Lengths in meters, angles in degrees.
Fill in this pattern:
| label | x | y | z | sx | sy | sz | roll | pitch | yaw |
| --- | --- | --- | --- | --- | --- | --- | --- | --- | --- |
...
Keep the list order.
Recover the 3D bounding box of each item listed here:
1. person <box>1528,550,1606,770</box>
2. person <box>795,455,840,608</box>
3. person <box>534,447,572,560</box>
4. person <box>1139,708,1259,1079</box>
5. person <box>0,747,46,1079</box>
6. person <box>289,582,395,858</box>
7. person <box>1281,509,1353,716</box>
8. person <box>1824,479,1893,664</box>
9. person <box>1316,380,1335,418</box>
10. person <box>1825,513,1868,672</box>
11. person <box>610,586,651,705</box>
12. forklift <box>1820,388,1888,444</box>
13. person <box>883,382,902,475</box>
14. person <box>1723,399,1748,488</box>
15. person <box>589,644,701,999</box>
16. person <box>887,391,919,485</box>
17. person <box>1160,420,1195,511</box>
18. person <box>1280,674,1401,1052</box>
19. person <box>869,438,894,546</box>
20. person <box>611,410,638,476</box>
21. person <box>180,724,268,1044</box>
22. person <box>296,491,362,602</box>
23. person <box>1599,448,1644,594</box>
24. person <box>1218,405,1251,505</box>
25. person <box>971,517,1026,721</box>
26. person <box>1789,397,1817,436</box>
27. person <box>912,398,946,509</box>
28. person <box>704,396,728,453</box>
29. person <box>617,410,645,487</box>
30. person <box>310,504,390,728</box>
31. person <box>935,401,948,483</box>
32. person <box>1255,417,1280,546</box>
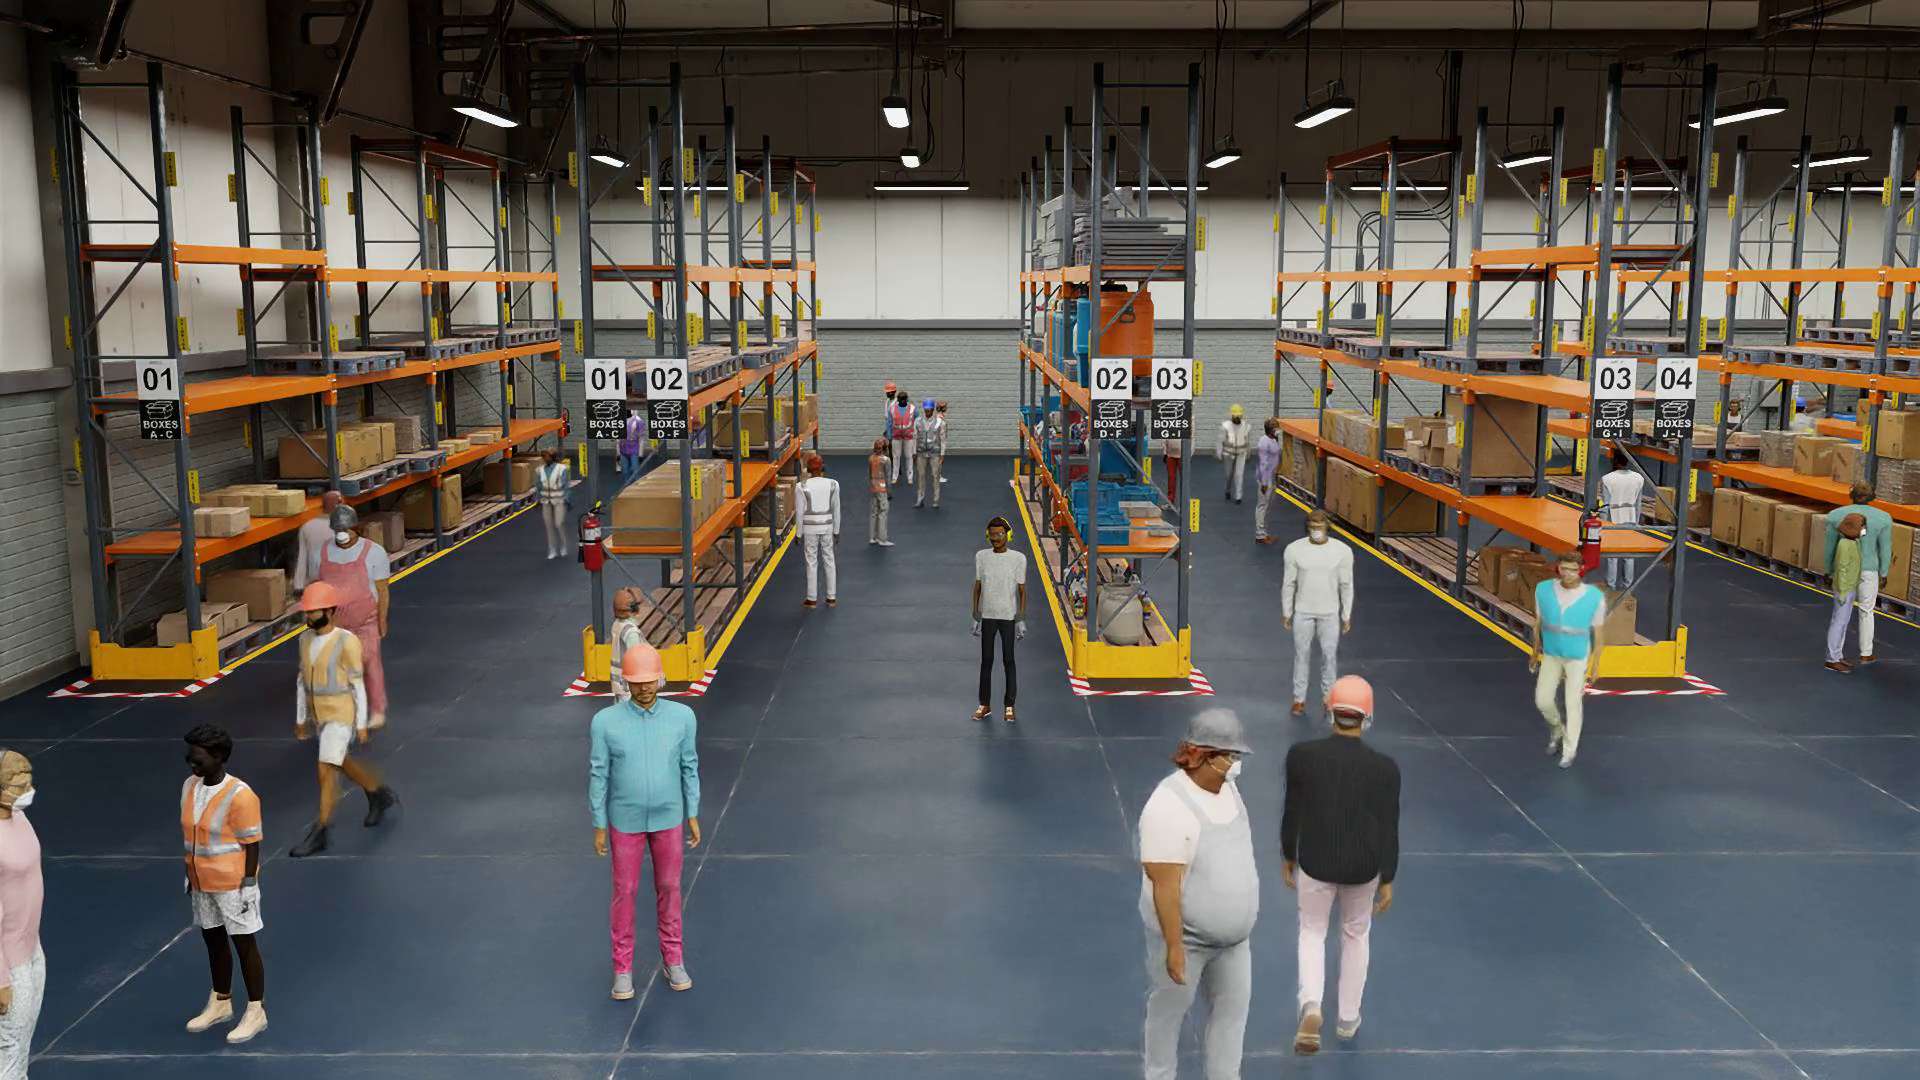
| label | x | y | z | sx | sy | sz | roll | pitch | yaw |
| --- | --- | --- | --- | --- | --- | --- | --- | --- | --- |
| person | 4.955 | 0.967 | 13.619 | 0.601 | 1.821 | 0.442 | 7 | 11 | 38 |
| person | -1.741 | -0.102 | 20.313 | 0.575 | 1.881 | 0.356 | -4 | 10 | -23 |
| person | -5.841 | -0.520 | 23.808 | 0.548 | 1.623 | 0.382 | 2 | 9 | 11 |
| person | 1.122 | 1.770 | 7.760 | 0.780 | 2.000 | 0.598 | -9 | 12 | -44 |
| person | -4.247 | 1.872 | 7.440 | 0.373 | 1.937 | 0.629 | -3 | 9 | -17 |
| person | -4.408 | 1.209 | 11.820 | 0.550 | 1.909 | 0.943 | 5 | 10 | 29 |
| person | 3.263 | 0.667 | 15.225 | 0.641 | 1.930 | 0.378 | 2 | 9 | 15 |
| person | 9.351 | 0.329 | 17.357 | 0.628 | 1.940 | 0.373 | 6 | 10 | 32 |
| person | 7.706 | -2.420 | 35.078 | 0.381 | 1.929 | 0.539 | 4 | 10 | 22 |
| person | 9.098 | 0.527 | 17.058 | 0.265 | 1.631 | 0.507 | 7 | 11 | 39 |
| person | -2.546 | 1.174 | 12.870 | 0.309 | 1.643 | 0.514 | -5 | 10 | -27 |
| forklift | 20.072 | -3.110 | 36.462 | 1.873 | 2.768 | 1.129 | 0 | 9 | 0 |
| person | -1.401 | -2.282 | 34.194 | 0.387 | 1.929 | 0.547 | -6 | 11 | -33 |
| person | 14.137 | -1.666 | 30.485 | 0.506 | 1.847 | 0.345 | 4 | 10 | 23 |
| person | -1.752 | 1.554 | 9.292 | 0.622 | 1.993 | 0.381 | -3 | 9 | -21 |
| person | -1.122 | -1.998 | 32.638 | 0.636 | 1.840 | 0.429 | 0 | 9 | 3 |
| person | 3.781 | -1.492 | 28.891 | 0.608 | 1.996 | 0.376 | 7 | 11 | 39 |
| person | 1.949 | 1.678 | 8.567 | 0.618 | 1.970 | 0.723 | 3 | 9 | 17 |
| person | -1.195 | -0.721 | 25.099 | 0.310 | 1.633 | 0.517 | -7 | 11 | -38 |
| person | -6.882 | -2.208 | 34.068 | 0.594 | 1.820 | 0.403 | -2 | 9 | -11 |
| person | -3.886 | 1.789 | 8.737 | 0.541 | 1.696 | 0.316 | 5 | 10 | 28 |
| person | -6.404 | 0.435 | 16.997 | 0.670 | 1.854 | 1.013 | 2 | 9 | 11 |
| person | 8.267 | -0.205 | 20.860 | 0.591 | 1.919 | 0.392 | -2 | 9 | -16 |
| person | 4.941 | -1.552 | 29.972 | 0.599 | 1.799 | 0.891 | 1 | 9 | 6 |
| person | 0.346 | 0.714 | 15.101 | 0.510 | 1.872 | 0.329 | 2 | 9 | 14 |
| person | 14.807 | -1.550 | 29.426 | 0.605 | 1.944 | 0.402 | 2 | 9 | 12 |
| person | -0.548 | -1.522 | 29.224 | 0.602 | 1.950 | 0.384 | 2 | 9 | 14 |
| person | -4.401 | -1.766 | 30.702 | 0.620 | 1.978 | 0.532 | 0 | 9 | 2 |
| person | -5.911 | -1.586 | 29.715 | 0.593 | 1.924 | 0.381 | 5 | 10 | 29 |
| person | -5.435 | 0.676 | 14.793 | 0.685 | 2.000 | 0.535 | -1 | 9 | -3 |
| person | -0.389 | -1.954 | 33.037 | 0.317 | 1.629 | 0.508 | 0 | 9 | -1 |
| person | 4.665 | -0.892 | 25.214 | 0.371 | 1.939 | 0.629 | 4 | 10 | 22 |
